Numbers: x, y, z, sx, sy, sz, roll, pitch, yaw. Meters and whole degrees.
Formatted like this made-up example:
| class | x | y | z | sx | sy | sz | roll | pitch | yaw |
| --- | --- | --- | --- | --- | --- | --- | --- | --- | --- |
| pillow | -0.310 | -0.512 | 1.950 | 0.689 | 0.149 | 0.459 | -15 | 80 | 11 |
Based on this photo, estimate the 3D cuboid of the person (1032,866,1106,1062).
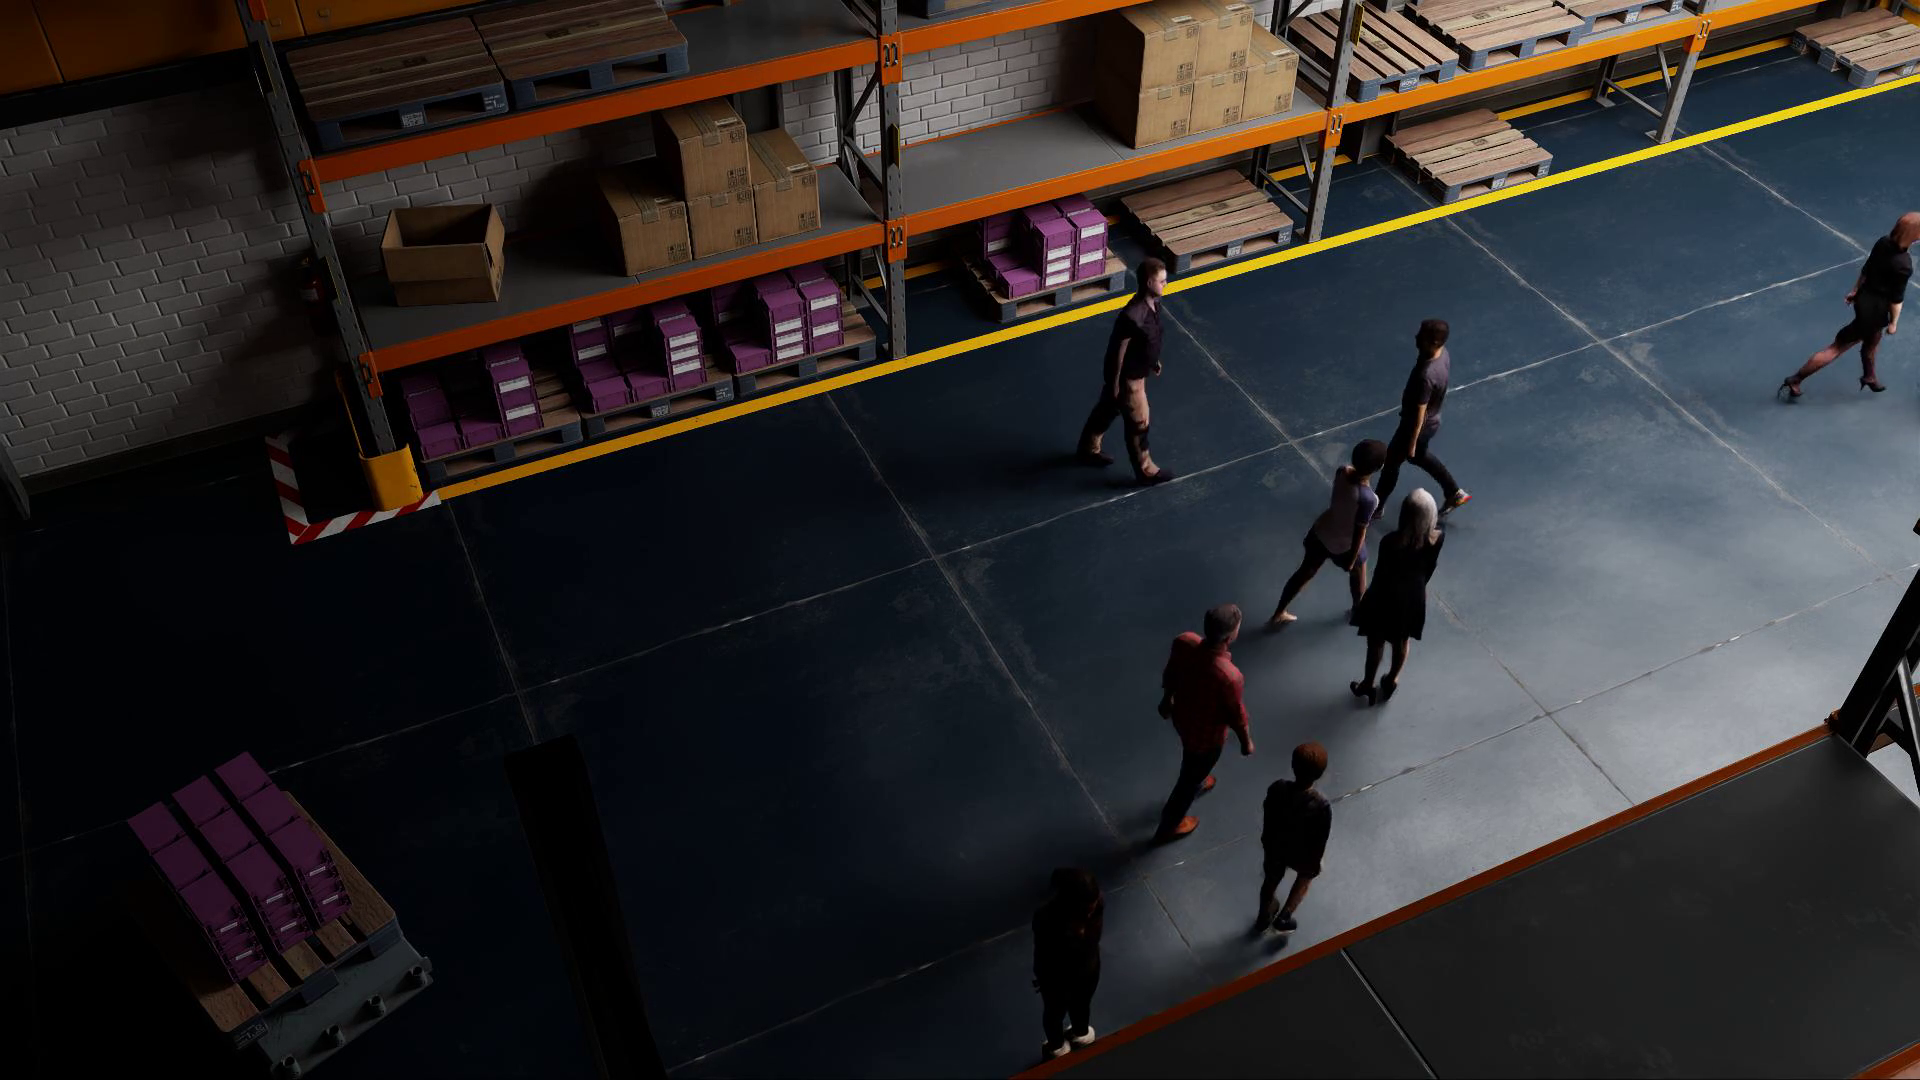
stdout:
| class | x | y | z | sx | sy | sz | roll | pitch | yaw |
| --- | --- | --- | --- | --- | --- | --- | --- | --- | --- |
| person | 0.544 | 2.166 | 8.466 | 0.600 | 1.661 | 0.653 | 0 | 44 | 0 |

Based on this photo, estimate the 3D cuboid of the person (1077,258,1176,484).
| class | x | y | z | sx | sy | sz | roll | pitch | yaw |
| --- | --- | --- | --- | --- | --- | --- | --- | --- | --- |
| person | 1.120 | -1.212 | 11.918 | 1.142 | 1.790 | 1.087 | 21 | 47 | 21 |

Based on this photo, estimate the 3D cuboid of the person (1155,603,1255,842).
| class | x | y | z | sx | sy | sz | roll | pitch | yaw |
| --- | --- | --- | --- | --- | --- | --- | --- | --- | --- |
| person | 1.296 | 1.098 | 9.478 | 0.785 | 1.809 | 0.727 | -20 | 47 | -20 |

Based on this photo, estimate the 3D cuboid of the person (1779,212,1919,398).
| class | x | y | z | sx | sy | sz | roll | pitch | yaw |
| --- | --- | --- | --- | --- | --- | --- | --- | --- | --- |
| person | 6.755 | -1.705 | 12.534 | 1.165 | 1.654 | 0.911 | 0 | 44 | 0 |

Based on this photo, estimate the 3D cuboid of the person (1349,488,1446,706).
| class | x | y | z | sx | sy | sz | roll | pitch | yaw |
| --- | --- | --- | --- | --- | --- | --- | --- | --- | --- |
| person | 2.699 | 0.355 | 10.305 | 0.563 | 1.746 | 0.707 | -10 | 44 | -10 |

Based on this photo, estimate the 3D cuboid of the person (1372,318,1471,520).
| class | x | y | z | sx | sy | sz | roll | pitch | yaw |
| --- | --- | --- | --- | --- | --- | --- | --- | --- | --- |
| person | 3.248 | -0.785 | 11.506 | 1.148 | 1.738 | 1.072 | 13 | 45 | 13 |

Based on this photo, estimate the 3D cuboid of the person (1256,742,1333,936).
| class | x | y | z | sx | sy | sz | roll | pitch | yaw |
| --- | --- | --- | --- | --- | --- | --- | --- | --- | --- |
| person | 1.795 | 1.716 | 9.103 | 0.705 | 1.433 | 0.765 | 29 | 51 | 27 |

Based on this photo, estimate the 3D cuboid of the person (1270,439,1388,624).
| class | x | y | z | sx | sy | sz | roll | pitch | yaw |
| --- | --- | --- | --- | --- | --- | --- | --- | --- | --- |
| person | 2.419 | -0.001 | 10.843 | 1.036 | 1.519 | 0.594 | -18 | 46 | -18 |
